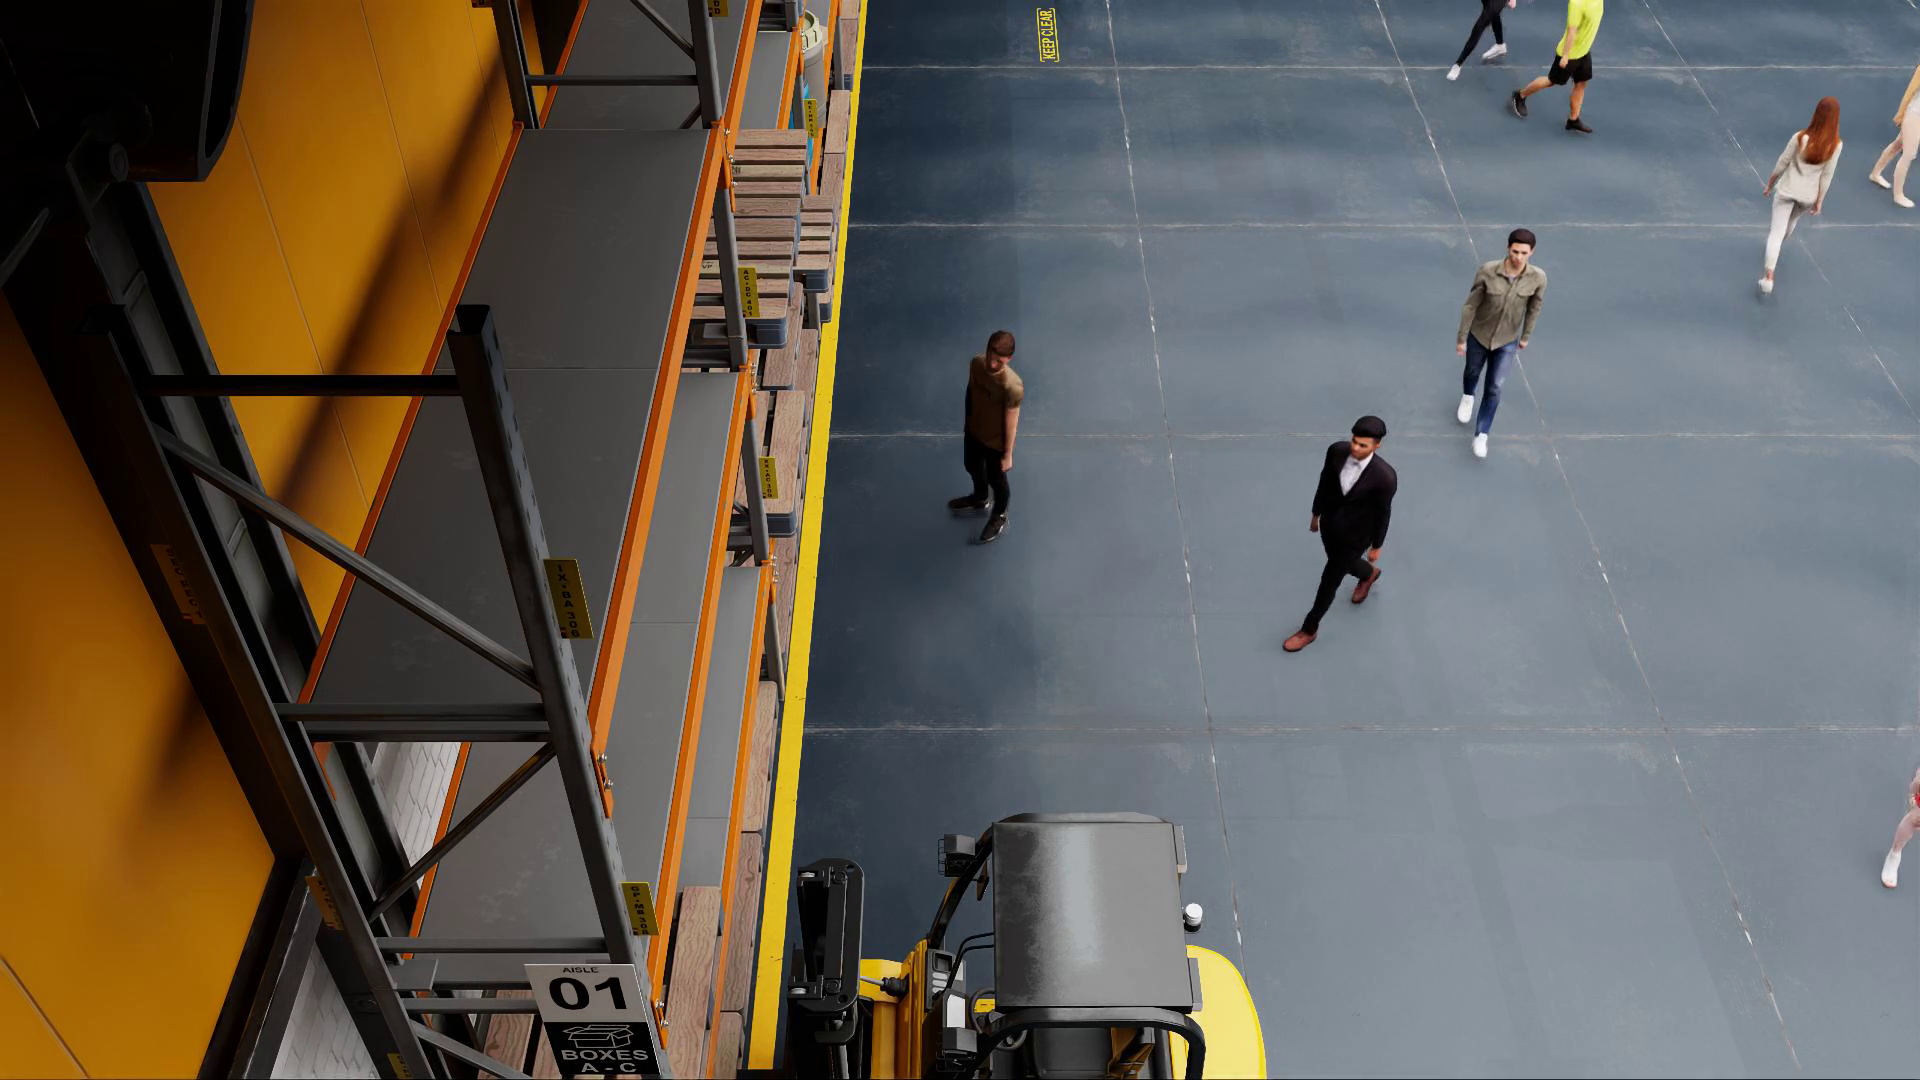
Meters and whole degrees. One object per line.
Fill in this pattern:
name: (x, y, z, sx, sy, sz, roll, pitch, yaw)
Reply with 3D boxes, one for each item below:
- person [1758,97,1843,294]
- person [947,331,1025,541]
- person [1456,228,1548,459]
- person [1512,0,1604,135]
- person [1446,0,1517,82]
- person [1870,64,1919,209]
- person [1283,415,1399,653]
person: (7.054, -2.866, 14.043, 0.820, 1.664, 1.214, 12, 45, 12)
person: (0.215, -0.756, 11.708, 0.892, 1.832, 0.778, -19, 47, -19)
person: (4.038, -1.596, 12.597, 0.927, 1.820, 1.223, 12, 45, 12)
person: (5.835, -4.766, 16.033, 1.152, 1.671, 1.113, 34, 53, 31)
person: (5.446, -5.511, 16.806, 1.263, 1.683, 1.196, -32, 52, -29)
person: (8.691, -3.935, 15.195, 0.784, 1.625, 0.940, -20, 47, -20)
person: (2.622, -0.110, 11.017, 1.234, 1.848, 1.252, -28, 50, -26)
